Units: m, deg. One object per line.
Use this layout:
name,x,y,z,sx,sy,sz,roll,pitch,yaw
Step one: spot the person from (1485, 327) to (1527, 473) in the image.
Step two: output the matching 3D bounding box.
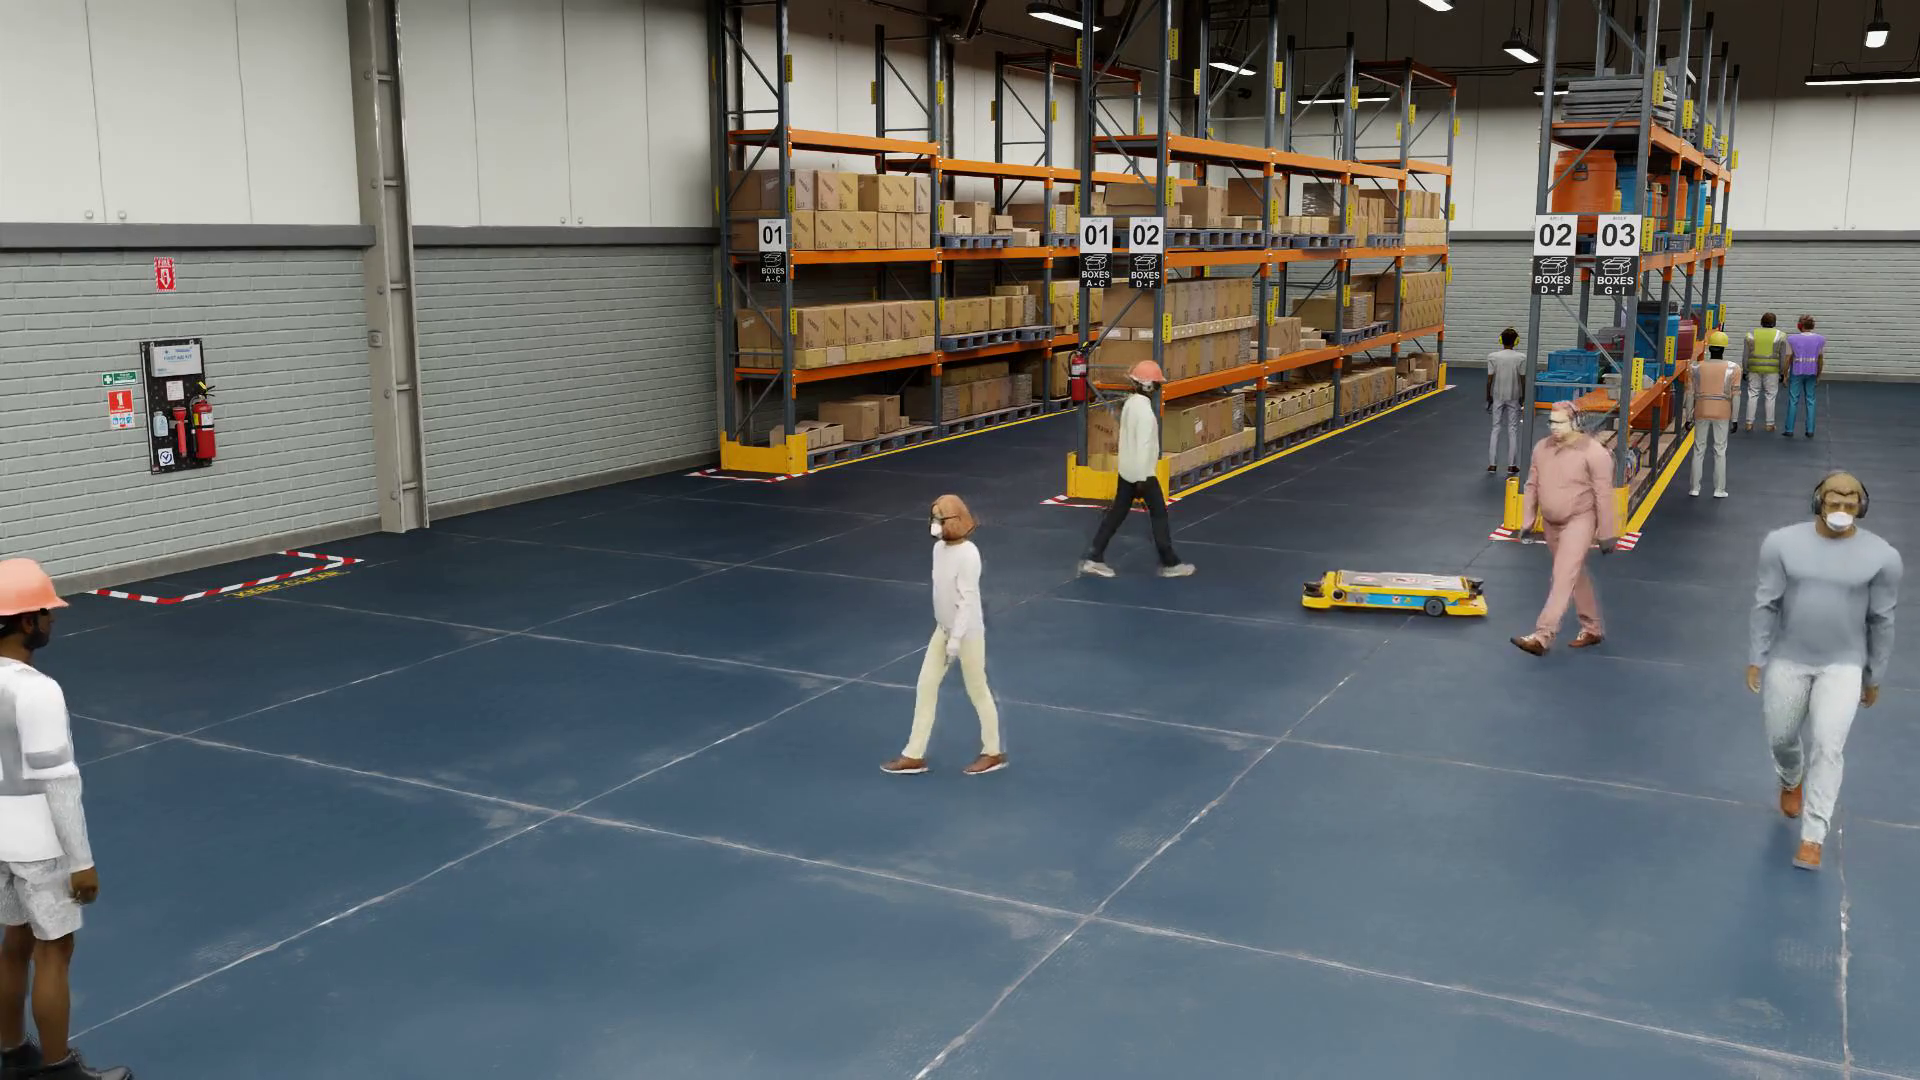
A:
person,6.989,-1.785,21.290,0.513,1.872,0.328,4,11,22

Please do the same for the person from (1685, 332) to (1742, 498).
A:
person,8.713,-1.444,19.272,0.585,1.928,0.369,6,12,30

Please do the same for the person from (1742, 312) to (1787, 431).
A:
person,12.550,-2.626,25.953,0.635,1.842,0.429,7,12,34

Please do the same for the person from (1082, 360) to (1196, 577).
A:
person,1.558,-0.619,14.726,1.018,1.948,0.615,-3,11,-14

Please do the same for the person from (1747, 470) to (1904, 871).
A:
person,4.237,0.593,8.190,0.632,1.919,0.830,7,12,32

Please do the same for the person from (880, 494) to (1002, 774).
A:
person,-0.097,0.552,9.276,0.784,1.600,0.511,-6,12,-31

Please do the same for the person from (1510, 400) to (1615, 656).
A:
person,4.350,-0.087,12.099,1.049,1.849,0.626,-5,11,-24

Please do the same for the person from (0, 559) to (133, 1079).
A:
person,-3.213,1.024,5.786,0.565,1.935,0.373,6,12,30

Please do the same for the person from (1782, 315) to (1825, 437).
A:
person,12.746,-2.472,25.149,0.562,1.833,0.399,1,10,7

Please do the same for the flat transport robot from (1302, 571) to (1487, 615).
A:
flat transport robot,3.553,0.421,13.624,1.431,0.197,0.652,3,11,14

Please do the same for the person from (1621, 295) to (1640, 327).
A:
person,12.869,-3.772,31.938,0.630,1.940,0.371,9,14,40
